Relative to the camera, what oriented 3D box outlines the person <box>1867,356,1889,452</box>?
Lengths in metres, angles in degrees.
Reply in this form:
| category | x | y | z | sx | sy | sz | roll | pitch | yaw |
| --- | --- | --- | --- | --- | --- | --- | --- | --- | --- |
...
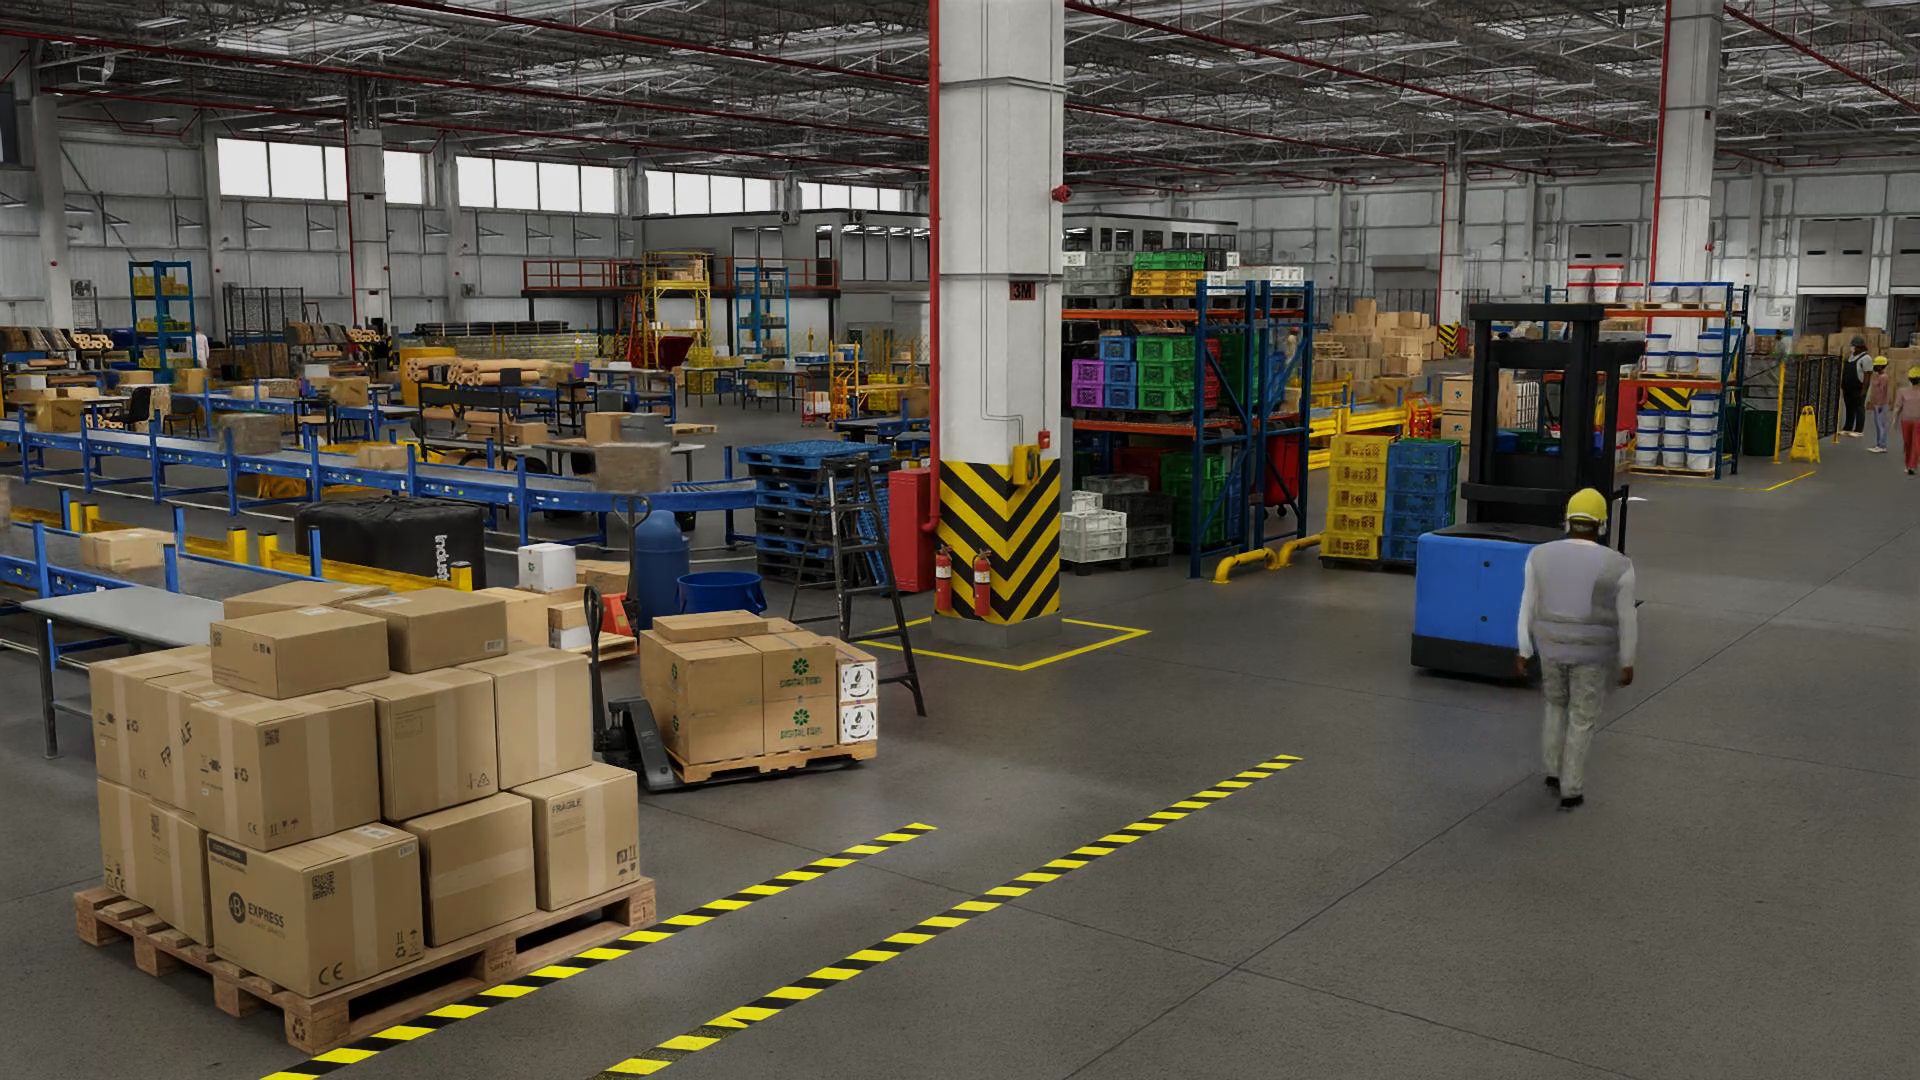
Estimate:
| category | x | y | z | sx | sy | sz | roll | pitch | yaw |
| --- | --- | --- | --- | --- | --- | --- | --- | --- | --- |
| person | 16.744 | -2.470 | 30.326 | 0.346 | 1.762 | 0.525 | 3 | 9 | 16 |

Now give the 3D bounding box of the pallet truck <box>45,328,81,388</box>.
| category | x | y | z | sx | sy | sz | roll | pitch | yaw |
| --- | --- | --- | --- | --- | --- | --- | --- | --- | --- |
| pallet truck | -23.775 | -4.544 | 43.495 | 1.885 | 1.965 | 0.823 | 6 | 10 | 35 |

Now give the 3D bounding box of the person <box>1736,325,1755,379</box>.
| category | x | y | z | sx | sy | sz | roll | pitch | yaw |
| --- | --- | --- | --- | --- | --- | --- | --- | --- | --- |
| person | 26.584 | -6.366 | 56.306 | 0.632 | 1.840 | 0.429 | 1 | 8 | 6 |

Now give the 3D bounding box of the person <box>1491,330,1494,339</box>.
| category | x | y | z | sx | sy | sz | roll | pitch | yaw |
| --- | --- | --- | --- | --- | --- | --- | --- | --- | --- |
| person | 13.765 | -4.547 | 43.515 | 0.375 | 1.997 | 0.608 | 1 | 9 | 10 |

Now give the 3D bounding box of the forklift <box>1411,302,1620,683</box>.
| category | x | y | z | sx | sy | sz | roll | pitch | yaw |
| --- | --- | --- | --- | --- | --- | --- | --- | --- | --- |
| forklift | 4.379 | -0.438 | 12.852 | 1.129 | 2.768 | 1.873 | 7 | 11 | 37 |

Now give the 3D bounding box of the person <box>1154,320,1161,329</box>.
| category | x | y | z | sx | sy | sz | roll | pitch | yaw |
| --- | --- | --- | --- | --- | --- | --- | --- | --- | --- |
| person | 7.932 | -7.991 | 67.195 | 0.582 | 1.866 | 0.770 | 7 | 11 | 38 |

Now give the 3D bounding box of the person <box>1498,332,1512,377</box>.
| category | x | y | z | sx | sy | sz | roll | pitch | yaw |
| --- | --- | --- | --- | --- | --- | --- | --- | --- | --- |
| person | 13.266 | -4.142 | 40.959 | 0.760 | 1.937 | 0.644 | 8 | 11 | 42 |

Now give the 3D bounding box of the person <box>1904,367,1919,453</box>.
| category | x | y | z | sx | sy | sz | roll | pitch | yaw |
| --- | --- | --- | --- | --- | --- | --- | --- | --- | --- |
| person | 17.323 | -2.324 | 29.915 | 0.609 | 1.600 | 0.535 | -4 | 10 | -28 |

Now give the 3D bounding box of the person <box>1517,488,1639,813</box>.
| category | x | y | z | sx | sy | sz | roll | pitch | yaw |
| --- | --- | --- | --- | --- | --- | --- | --- | --- | --- |
| person | 3.493 | 0.610 | 9.352 | 0.627 | 1.813 | 0.568 | 6 | 10 | 35 |

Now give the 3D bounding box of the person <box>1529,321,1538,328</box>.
| category | x | y | z | sx | sy | sz | roll | pitch | yaw |
| --- | --- | --- | --- | --- | --- | --- | --- | --- | --- |
| person | 26.277 | -9.320 | 76.211 | 0.429 | 1.843 | 0.628 | 1 | 8 | 4 |

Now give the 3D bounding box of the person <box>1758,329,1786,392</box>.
| category | x | y | z | sx | sy | sz | roll | pitch | yaw |
| --- | --- | --- | --- | --- | --- | --- | --- | --- | --- |
| person | 23.763 | -5.216 | 48.545 | 0.851 | 1.837 | 0.564 | 0 | 8 | -3 |

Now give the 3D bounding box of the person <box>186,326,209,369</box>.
| category | x | y | z | sx | sy | sz | roll | pitch | yaw |
| --- | --- | --- | --- | --- | --- | --- | --- | --- | --- |
| person | -23.526 | -5.659 | 51.342 | 0.639 | 1.902 | 0.406 | -4 | 9 | -25 |

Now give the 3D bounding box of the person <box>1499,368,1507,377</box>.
| category | x | y | z | sx | sy | sz | roll | pitch | yaw |
| --- | --- | --- | --- | --- | --- | --- | --- | --- | --- |
| person | 12.959 | -3.886 | 40.067 | 0.532 | 1.696 | 0.319 | -2 | 9 | -14 |

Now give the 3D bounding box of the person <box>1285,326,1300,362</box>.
| category | x | y | z | sx | sy | sz | roll | pitch | yaw |
| --- | --- | --- | --- | --- | --- | --- | --- | --- | --- |
| person | 10.535 | -5.805 | 52.290 | 0.858 | 1.901 | 0.561 | 3 | 9 | 19 |

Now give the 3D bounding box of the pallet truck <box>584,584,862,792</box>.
| category | x | y | z | sx | sy | sz | roll | pitch | yaw |
| --- | --- | --- | --- | --- | --- | --- | --- | --- | --- |
| pallet truck | -1.426 | 0.805 | 10.019 | 1.601 | 1.201 | 0.680 | -4 | 9 | -26 |

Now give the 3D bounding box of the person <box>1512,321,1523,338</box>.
| category | x | y | z | sx | sy | sz | roll | pitch | yaw |
| --- | --- | --- | --- | --- | --- | --- | --- | --- | --- |
| person | 21.425 | -7.505 | 63.802 | 0.925 | 1.907 | 0.640 | -2 | 9 | -12 |

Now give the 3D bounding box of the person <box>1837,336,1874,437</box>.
| category | x | y | z | sx | sy | sz | roll | pitch | yaw |
| --- | --- | --- | --- | --- | --- | --- | --- | --- | --- |
| person | 18.051 | -3.096 | 33.586 | 0.536 | 2.000 | 0.681 | 0 | 8 | -3 |

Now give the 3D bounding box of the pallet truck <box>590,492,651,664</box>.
| category | x | y | z | sx | sy | sz | roll | pitch | yaw |
| --- | --- | --- | --- | --- | --- | --- | --- | --- | --- |
| pallet truck | -3.115 | 0.344 | 12.883 | 0.653 | 1.274 | 1.630 | 7 | 11 | 37 |

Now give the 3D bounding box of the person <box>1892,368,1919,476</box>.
| category | x | y | z | sx | sy | sz | roll | pitch | yaw |
| --- | --- | --- | --- | --- | --- | --- | --- | --- | --- |
| person | 15.227 | -1.896 | 26.597 | 0.543 | 1.713 | 0.921 | 7 | 11 | 40 |

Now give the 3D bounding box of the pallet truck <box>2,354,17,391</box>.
| category | x | y | z | sx | sy | sz | roll | pitch | yaw |
| --- | --- | --- | --- | --- | --- | --- | --- | --- | --- |
| pallet truck | -24.881 | -4.417 | 42.634 | 1.885 | 1.965 | 0.823 | 8 | 11 | 41 |
